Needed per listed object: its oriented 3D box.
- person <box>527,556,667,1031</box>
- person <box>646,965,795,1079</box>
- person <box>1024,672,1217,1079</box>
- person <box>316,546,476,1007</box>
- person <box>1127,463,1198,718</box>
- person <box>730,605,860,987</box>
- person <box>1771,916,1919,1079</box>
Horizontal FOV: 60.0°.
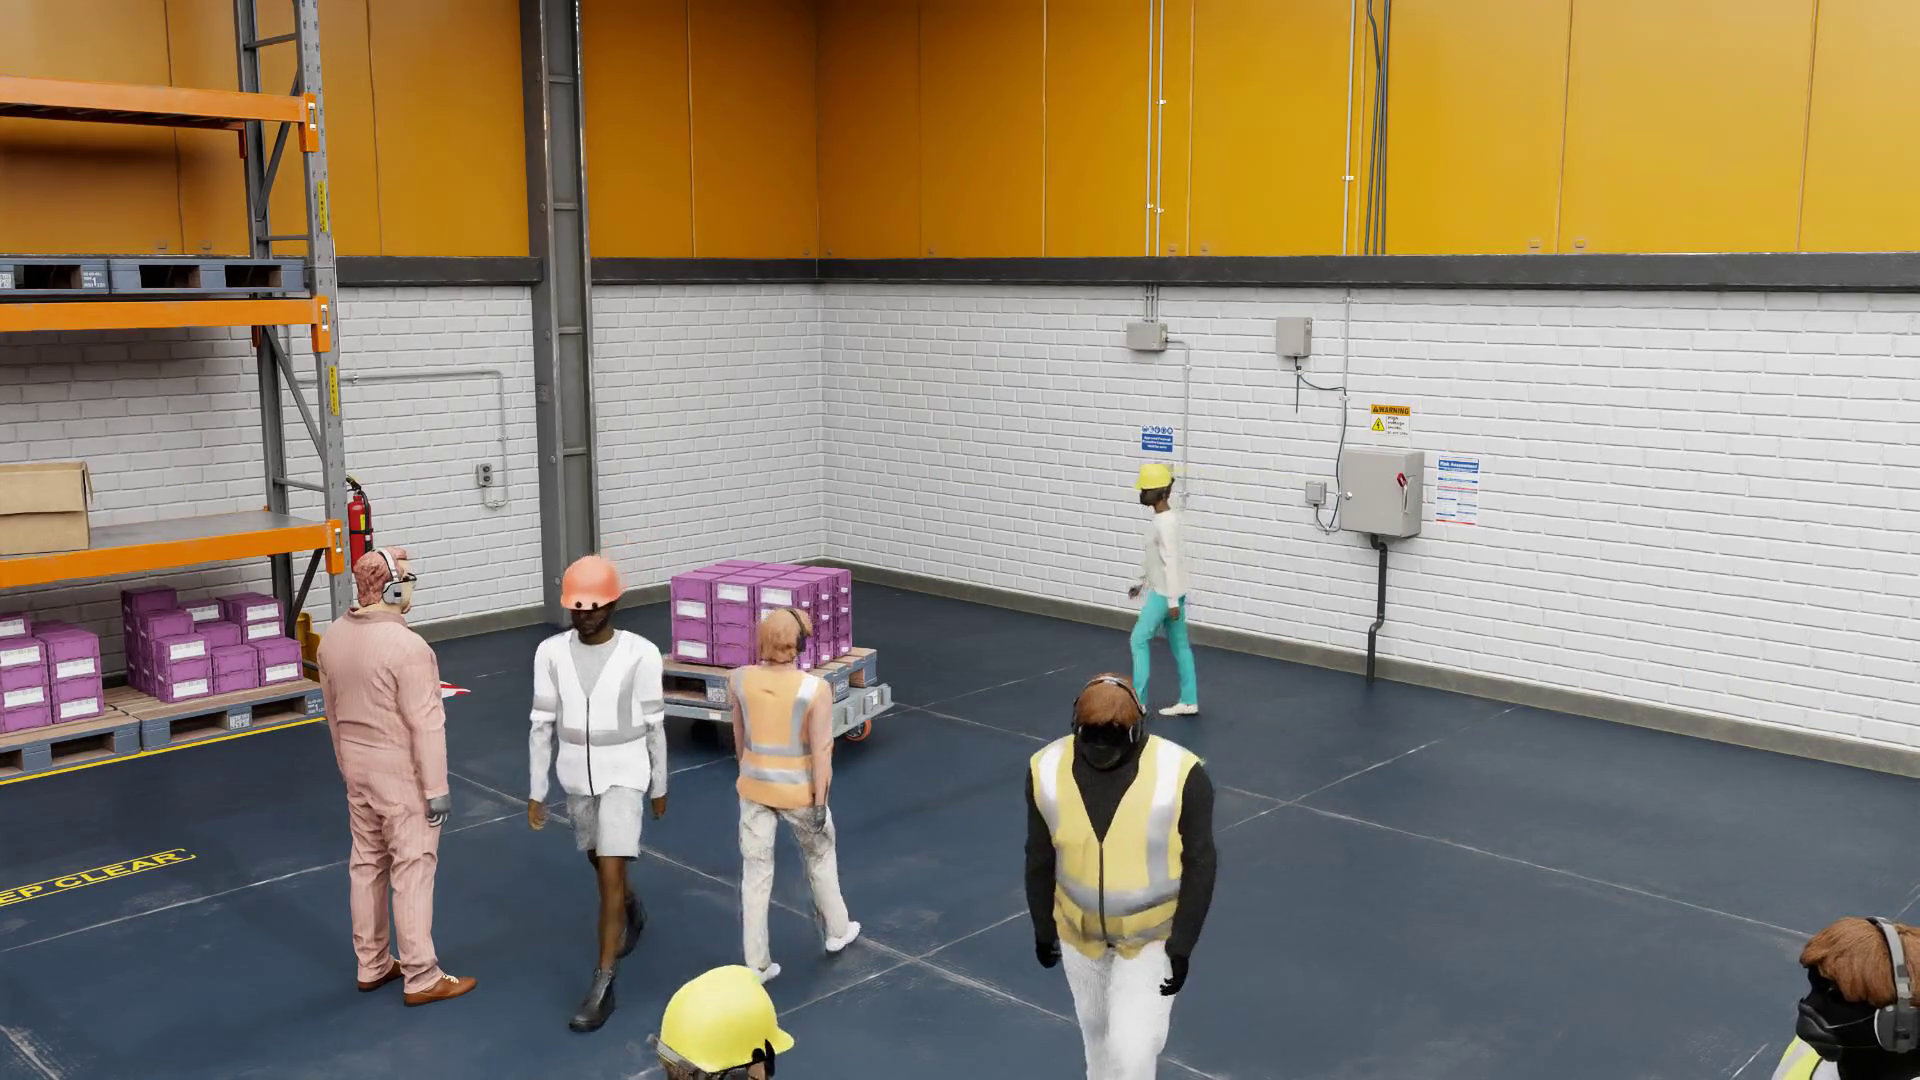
[{"bbox_3d":[-1.496,0.971,6.988,0.546,1.887,1.016,2,9,9],"label":"person"},{"bbox_3d":[-0.449,1.666,3.215,0.923,1.718,0.541,-5,11,-30],"label":"person"},{"bbox_3d":[0.492,1.288,5.355,0.640,1.774,0.883,4,10,24],"label":"person"},{"bbox_3d":[-2.330,0.971,6.886,0.643,1.908,0.410,6,11,33],"label":"person"},{"bbox_3d":[1.282,0.352,11.180,0.744,1.736,0.534,2,9,10],"label":"person"},{"bbox_3d":[-0.718,1.070,7.184,0.521,1.610,0.779,3,10,20],"label":"person"},{"bbox_3d":[1.694,1.605,3.190,0.429,1.842,0.634,0,9,0],"label":"person"}]
